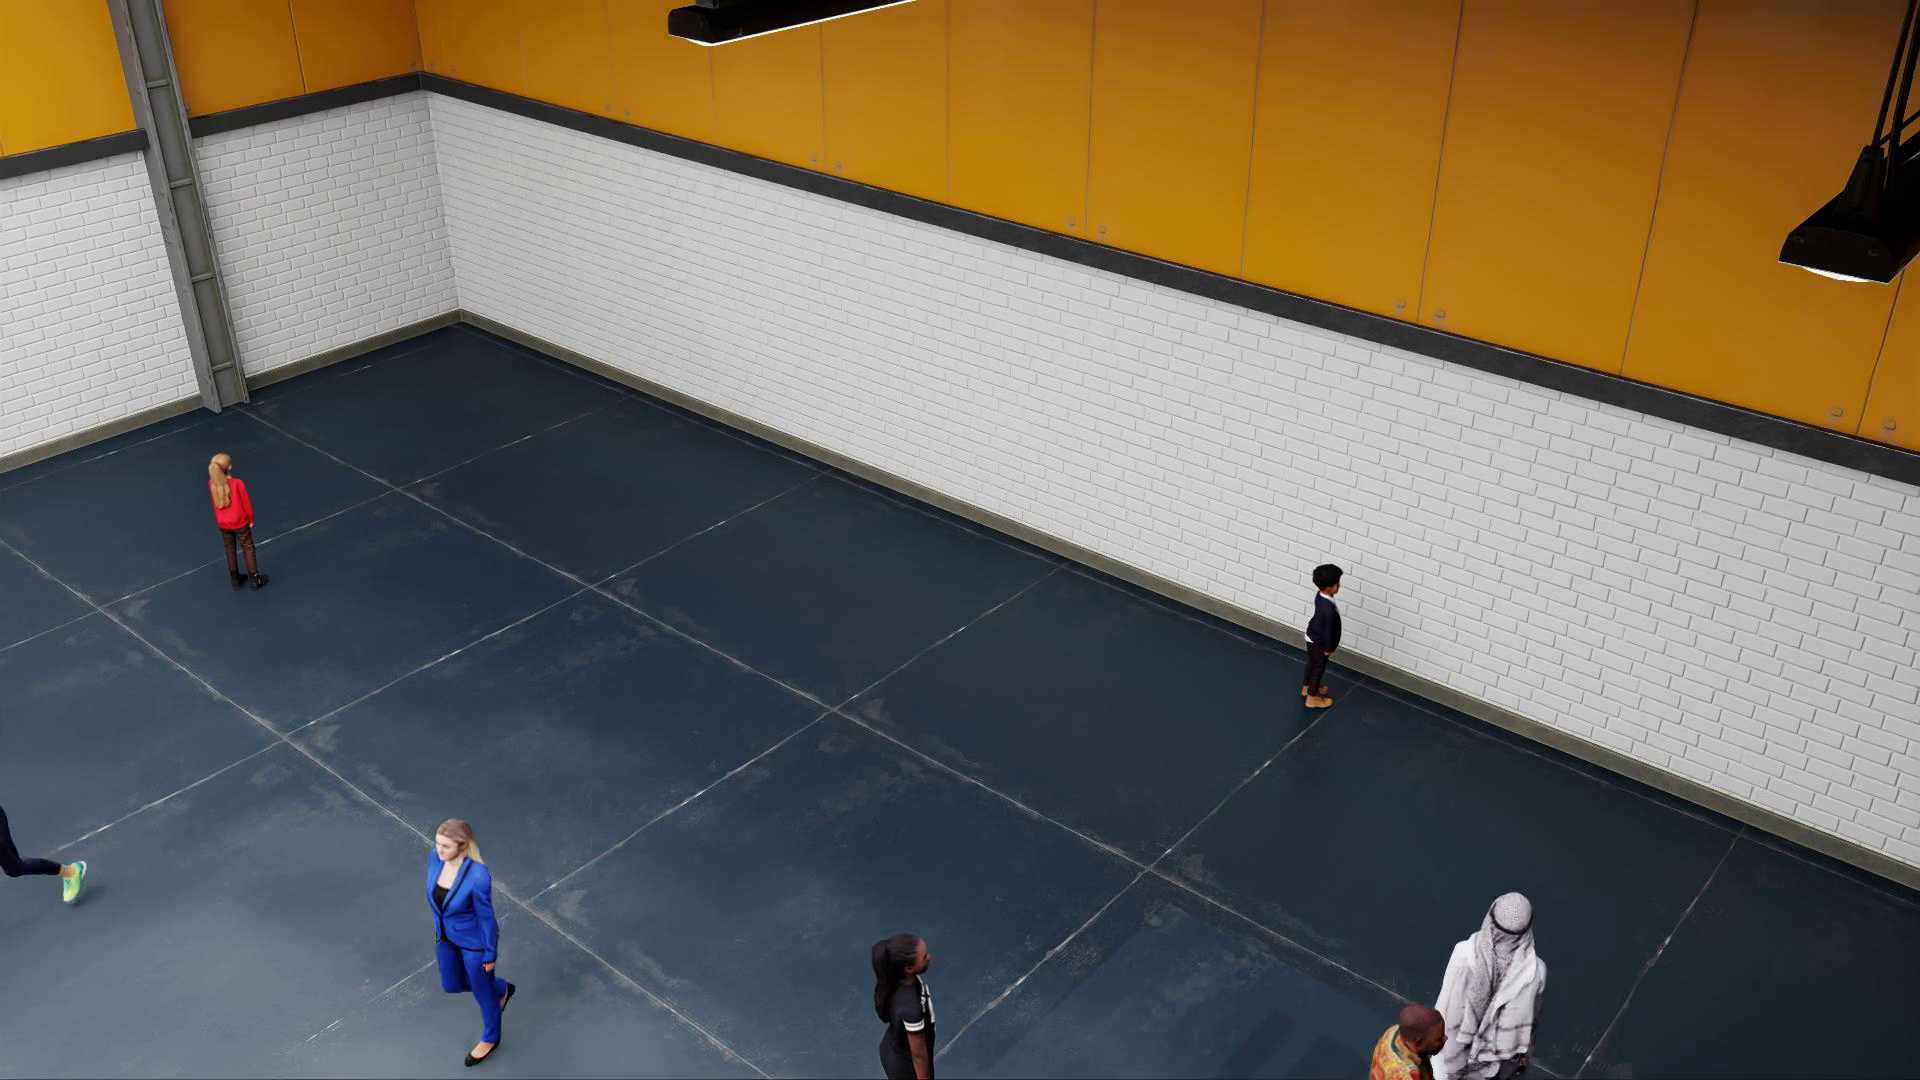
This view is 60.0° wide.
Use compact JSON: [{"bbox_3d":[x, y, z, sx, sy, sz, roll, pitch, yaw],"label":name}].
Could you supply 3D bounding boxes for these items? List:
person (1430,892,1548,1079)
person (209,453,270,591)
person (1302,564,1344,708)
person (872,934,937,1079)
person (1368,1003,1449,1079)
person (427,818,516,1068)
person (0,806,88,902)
[{"bbox_3d":[2.713,2.688,8.679,0.872,1.912,0.989,8,30,15],"label":"person"},{"bbox_3d":[-6.362,-0.166,14.568,0.566,1.282,0.613,1,29,3],"label":"person"},{"bbox_3d":[2.817,0.733,12.982,0.635,1.223,0.573,-2,29,-4],"label":"person"},{"bbox_3d":[-0.264,2.750,8.755,0.740,1.729,0.711,-9,30,-16],"label":"person"},{"bbox_3d":[2.069,2.986,8.264,1.005,1.786,1.000,4,29,8],"label":"person"},{"bbox_3d":[-2.796,2.270,9.673,0.693,1.694,0.768,16,33,27],"label":"person"},{"bbox_3d":[-6.131,1.795,10.558,0.703,1.680,1.135,17,33,28],"label":"person"}]
